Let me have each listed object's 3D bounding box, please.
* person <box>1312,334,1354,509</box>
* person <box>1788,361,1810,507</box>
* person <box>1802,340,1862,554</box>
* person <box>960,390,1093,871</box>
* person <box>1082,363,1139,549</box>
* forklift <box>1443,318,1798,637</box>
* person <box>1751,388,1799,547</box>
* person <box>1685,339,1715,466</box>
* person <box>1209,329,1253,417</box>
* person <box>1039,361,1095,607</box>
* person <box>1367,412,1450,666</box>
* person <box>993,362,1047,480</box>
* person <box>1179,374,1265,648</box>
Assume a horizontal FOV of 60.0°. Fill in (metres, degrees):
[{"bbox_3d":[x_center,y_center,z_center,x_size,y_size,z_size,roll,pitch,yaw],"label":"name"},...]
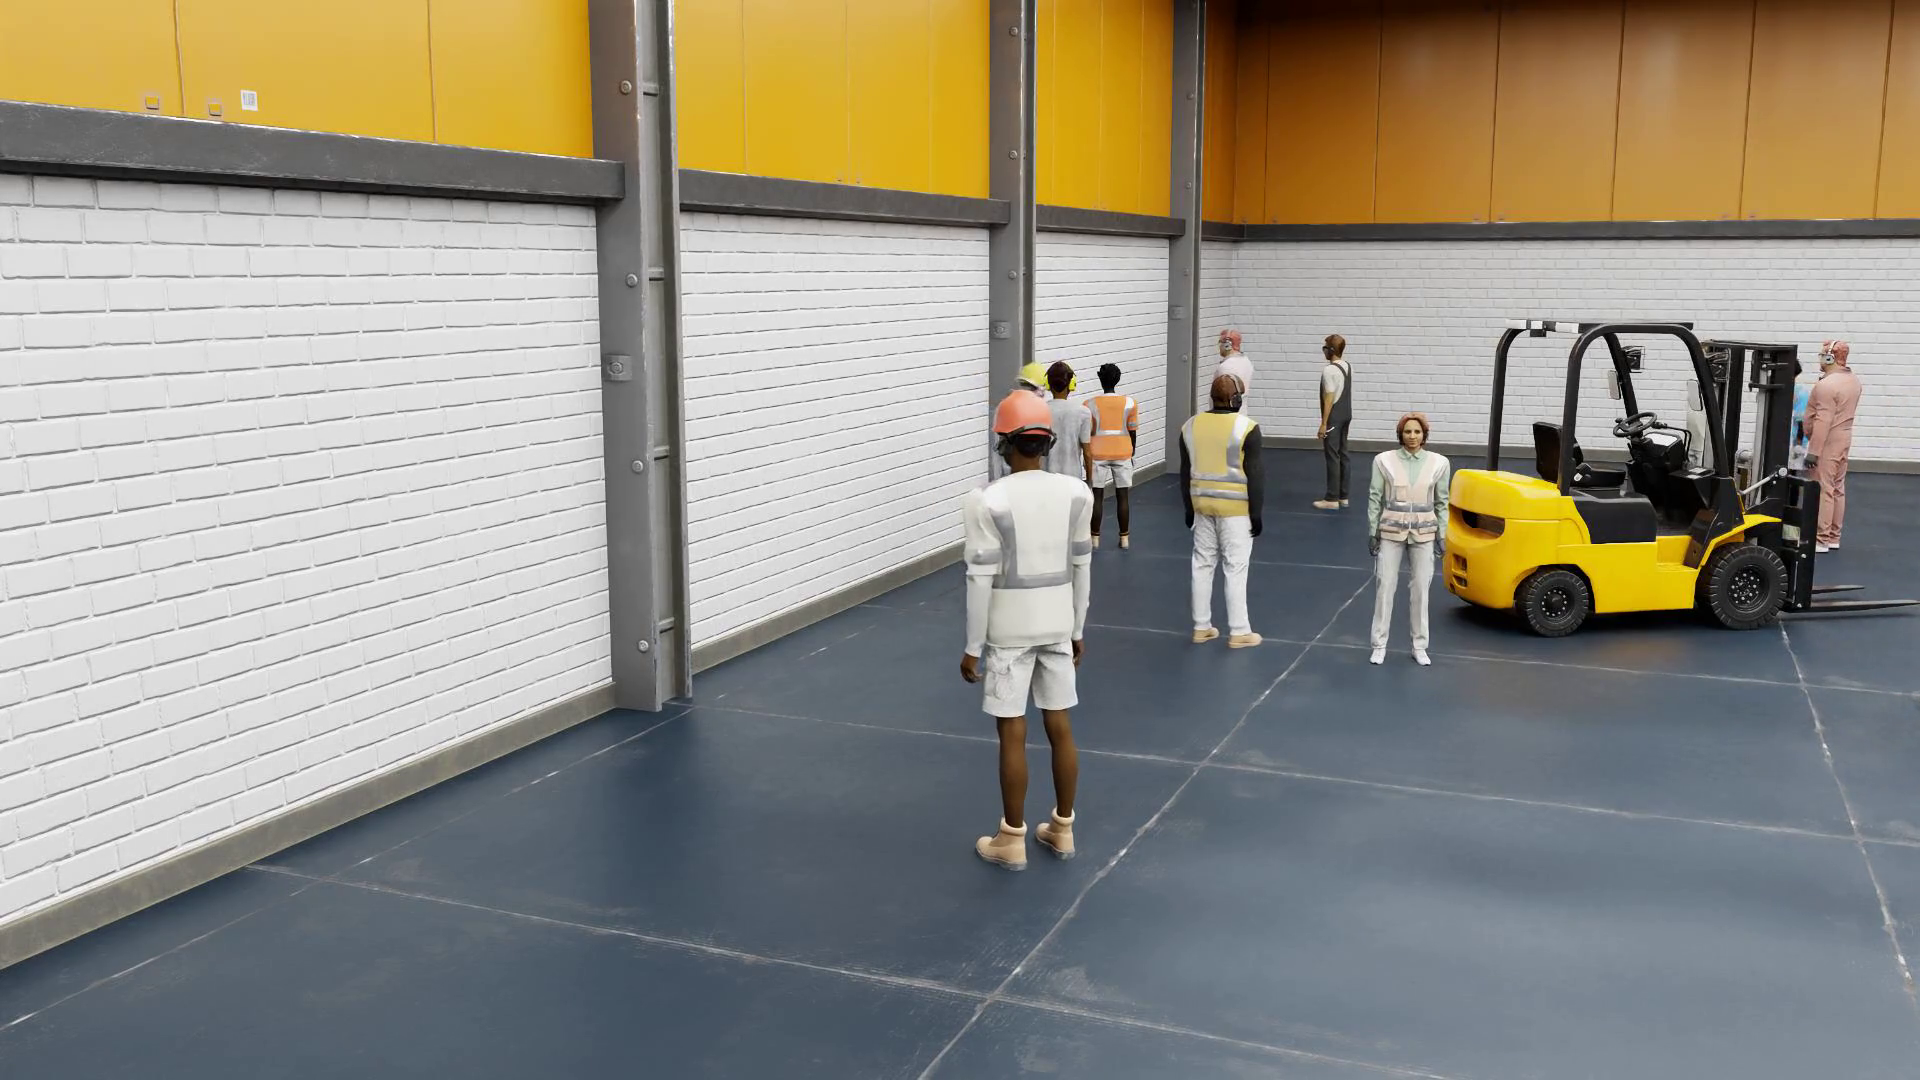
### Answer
[{"bbox_3d":[3.954,-1.244,17.572,0.347,1.846,0.505,8,13,42],"label":"person"},{"bbox_3d":[8.189,-0.977,16.459,0.456,1.662,0.550,-4,10,-22],"label":"person"},{"bbox_3d":[7.751,-0.832,14.889,0.643,1.909,0.410,-8,13,-41],"label":"person"},{"bbox_3d":[0.271,0.385,7.101,0.608,2.045,0.391,-5,10,-26],"label":"person"},{"bbox_3d":[1.352,-0.752,15.064,0.531,1.694,0.320,0,9,-2],"label":"person"},{"bbox_3d":[4.706,-0.497,11.990,2.313,2.155,1.214,-2,10,-10],"label":"forklift"},{"bbox_3d":[6.955,-0.587,14.294,0.702,1.610,0.519,-1,9,-7],"label":"person"},{"bbox_3d":[6.435,-0.764,14.380,0.372,1.940,0.632,0,9,-1],"label":"person"},{"bbox_3d":[2.806,-1.250,17.412,0.410,1.912,0.643,5,11,29],"label":"person"},{"bbox_3d":[0.750,-0.393,12.355,0.509,1.868,0.328,2,10,10],"label":"person"},{"bbox_3d":[2.876,-0.007,10.701,0.511,1.640,0.308,1,9,8],"label":"person"},{"bbox_3d":[0.636,-0.509,13.256,0.607,1.804,0.739,9,13,43],"label":"person"},{"bbox_3d":[1.784,-0.197,11.235,0.624,1.845,0.430,8,13,41],"label":"person"}]
